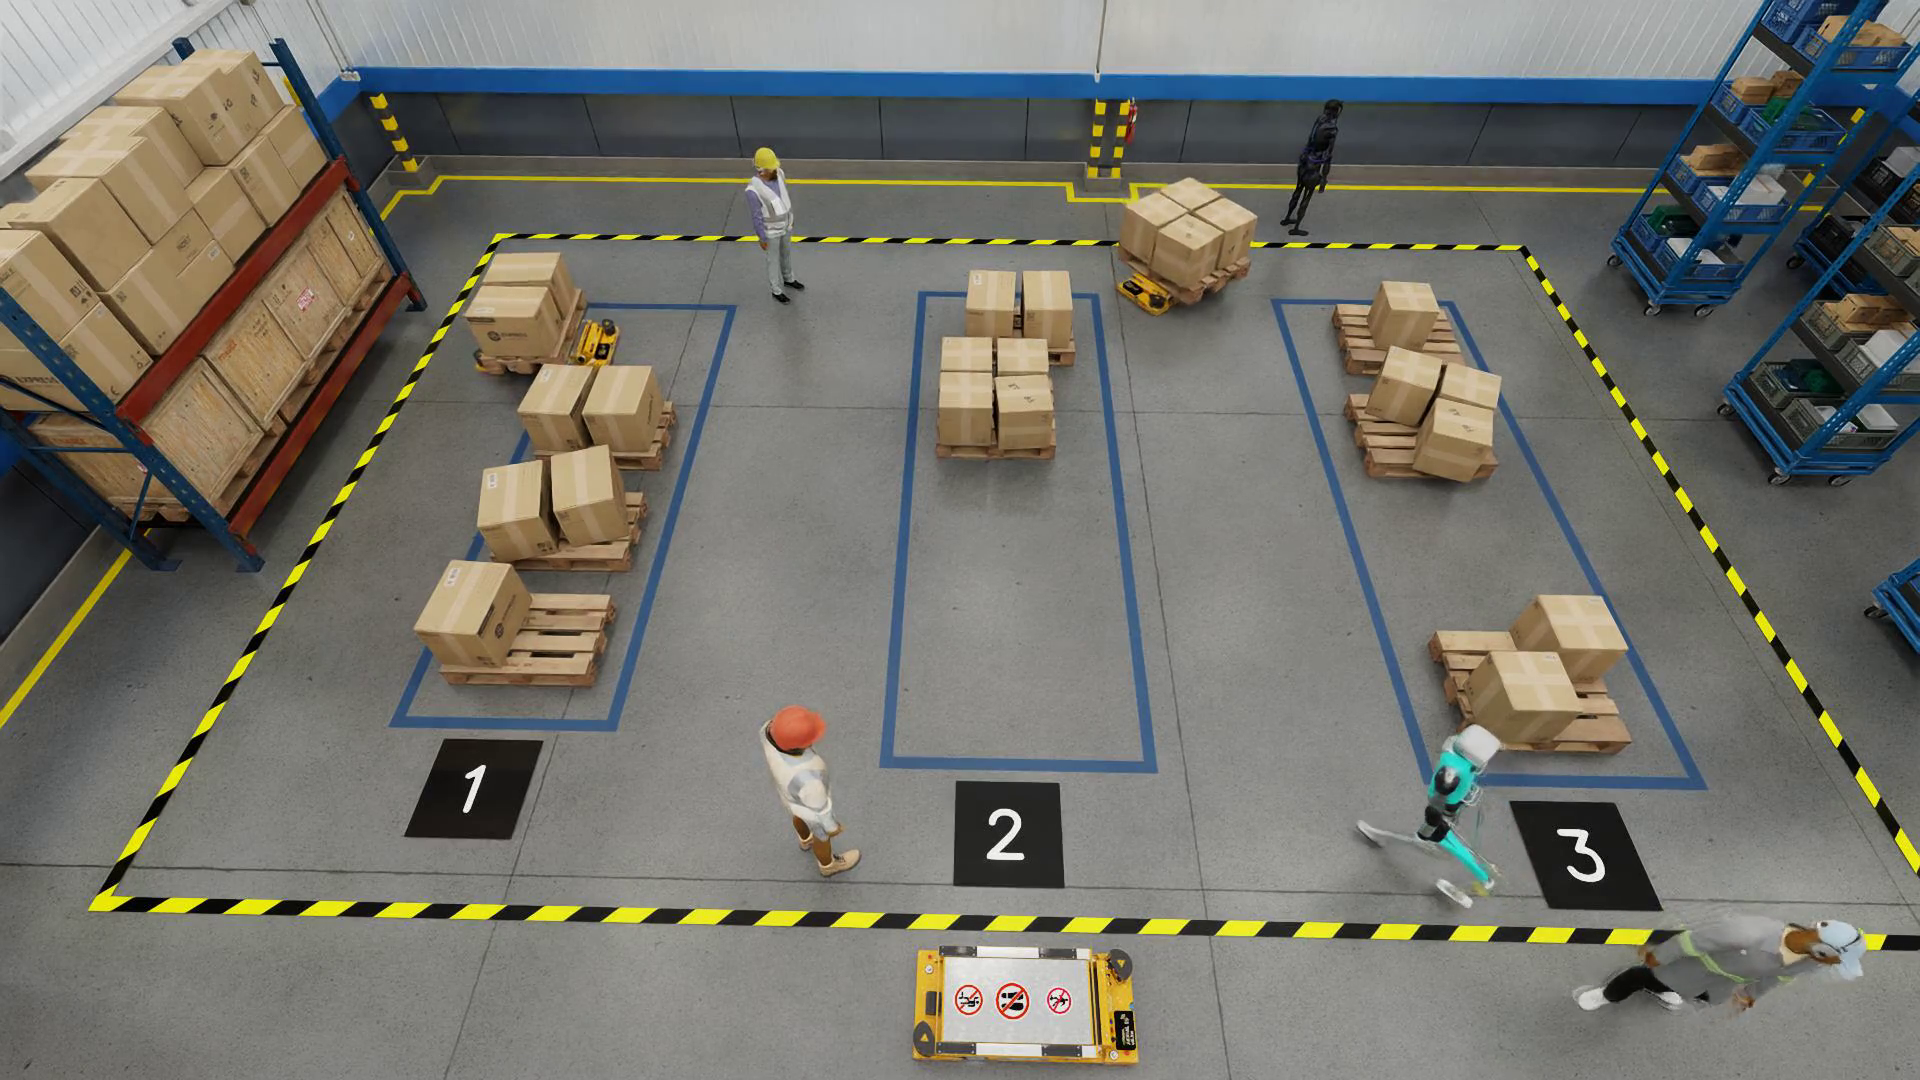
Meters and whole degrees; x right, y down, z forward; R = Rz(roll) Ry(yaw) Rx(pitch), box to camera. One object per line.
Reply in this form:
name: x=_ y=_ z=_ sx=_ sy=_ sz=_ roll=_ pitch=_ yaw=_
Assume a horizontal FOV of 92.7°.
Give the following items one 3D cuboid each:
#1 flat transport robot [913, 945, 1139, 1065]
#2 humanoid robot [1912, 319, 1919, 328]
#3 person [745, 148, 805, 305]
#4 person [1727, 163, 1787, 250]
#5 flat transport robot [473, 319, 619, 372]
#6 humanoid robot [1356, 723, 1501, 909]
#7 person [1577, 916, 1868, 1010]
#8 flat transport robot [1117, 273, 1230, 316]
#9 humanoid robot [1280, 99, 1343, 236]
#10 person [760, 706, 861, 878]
flat transport robot: x=0.422 y=3.041 z=6.007 sx=1.431 sy=0.231 sz=0.659 roll=1 pitch=51 yaw=1
humanoid robot: x=10.506 y=-2.564 z=9.657 sx=0.315 sy=1.657 sz=0.599 roll=21 pitch=54 yaw=16
person: x=-2.079 y=-3.556 z=10.377 sx=0.404 sy=1.828 sz=0.602 roll=23 pitch=54 yaw=18
person: x=9.143 y=-4.001 z=10.744 sx=0.491 sy=1.825 sz=0.962 roll=-8 pitch=51 yaw=-7
flat transport robot: x=-4.615 y=-2.182 z=10.247 sx=1.431 sy=0.197 sz=0.652 roll=-2 pitch=51 yaw=-2
humanoid robot: x=3.353 y=1.903 z=6.011 sx=1.059 sy=1.728 sz=0.537 roll=35 pitch=59 yaw=25
person: x=4.433 y=2.538 z=5.428 sx=0.677 sy=1.809 sz=0.368 roll=9 pitch=51 yaw=7
flat transport robot: x=2.650 y=-3.212 z=11.086 sx=1.431 sy=0.197 sz=0.652 roll=-31 pitch=57 yaw=-23
humanoid robot: x=4.365 y=-4.615 z=11.329 sx=0.315 sy=1.657 sz=0.599 roll=-7 pitch=51 yaw=-6
person: x=-0.975 y=1.647 z=6.000 sx=0.370 sy=2.040 sz=0.614 roll=-32 pitch=57 yaw=-23
